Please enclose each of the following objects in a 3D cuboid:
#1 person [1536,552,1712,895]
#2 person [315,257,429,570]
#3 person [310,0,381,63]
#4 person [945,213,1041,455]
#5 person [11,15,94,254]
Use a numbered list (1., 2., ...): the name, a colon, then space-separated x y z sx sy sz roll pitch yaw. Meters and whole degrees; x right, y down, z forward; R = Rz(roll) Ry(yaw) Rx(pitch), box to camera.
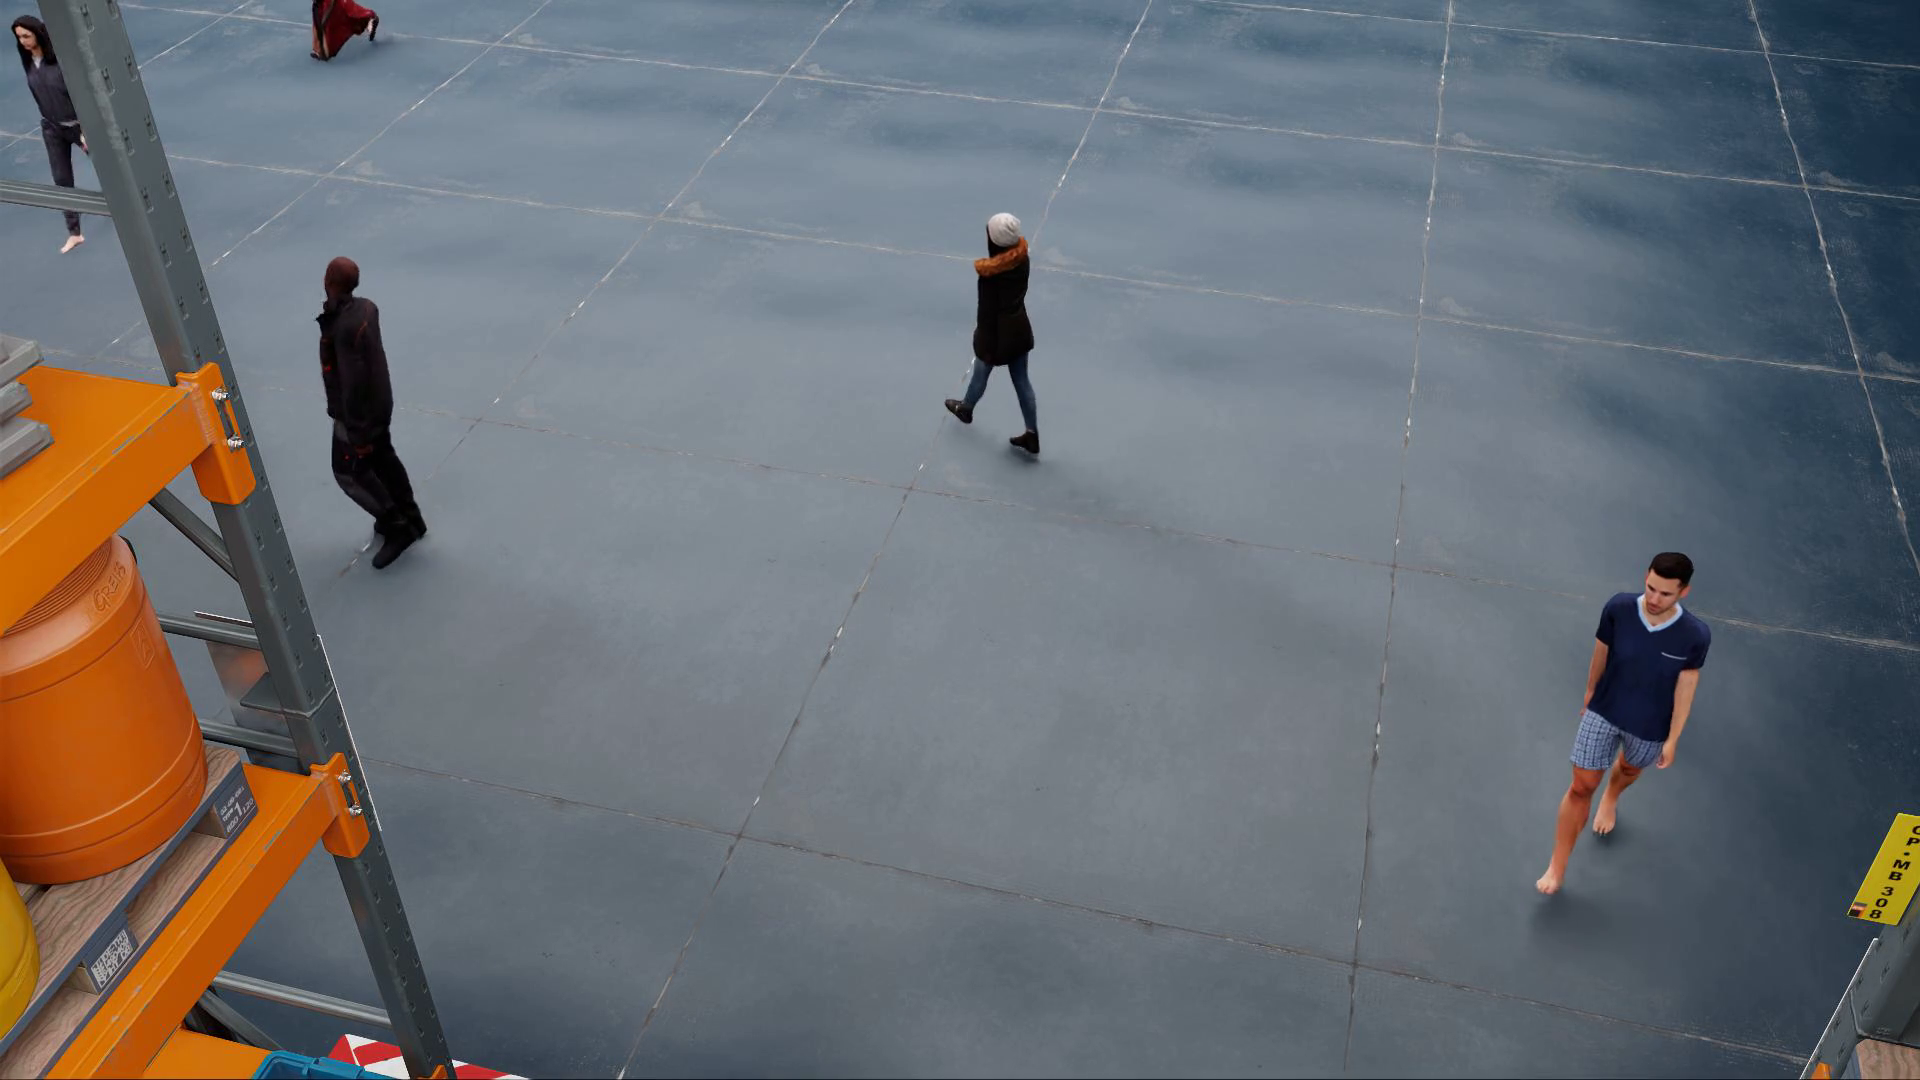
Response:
1. person: 3.111 0.757 7.647 0.850 1.796 1.200 20 42 24
2. person: -3.402 -0.722 9.552 0.980 1.777 0.779 -12 39 -14
3. person: -5.905 -5.361 15.612 1.094 1.617 0.997 -26 45 -29
4. person: 0.328 -1.247 10.375 1.026 1.590 1.086 32 48 34
5. person: -6.742 -3.170 12.729 0.737 1.718 1.197 4 38 5
